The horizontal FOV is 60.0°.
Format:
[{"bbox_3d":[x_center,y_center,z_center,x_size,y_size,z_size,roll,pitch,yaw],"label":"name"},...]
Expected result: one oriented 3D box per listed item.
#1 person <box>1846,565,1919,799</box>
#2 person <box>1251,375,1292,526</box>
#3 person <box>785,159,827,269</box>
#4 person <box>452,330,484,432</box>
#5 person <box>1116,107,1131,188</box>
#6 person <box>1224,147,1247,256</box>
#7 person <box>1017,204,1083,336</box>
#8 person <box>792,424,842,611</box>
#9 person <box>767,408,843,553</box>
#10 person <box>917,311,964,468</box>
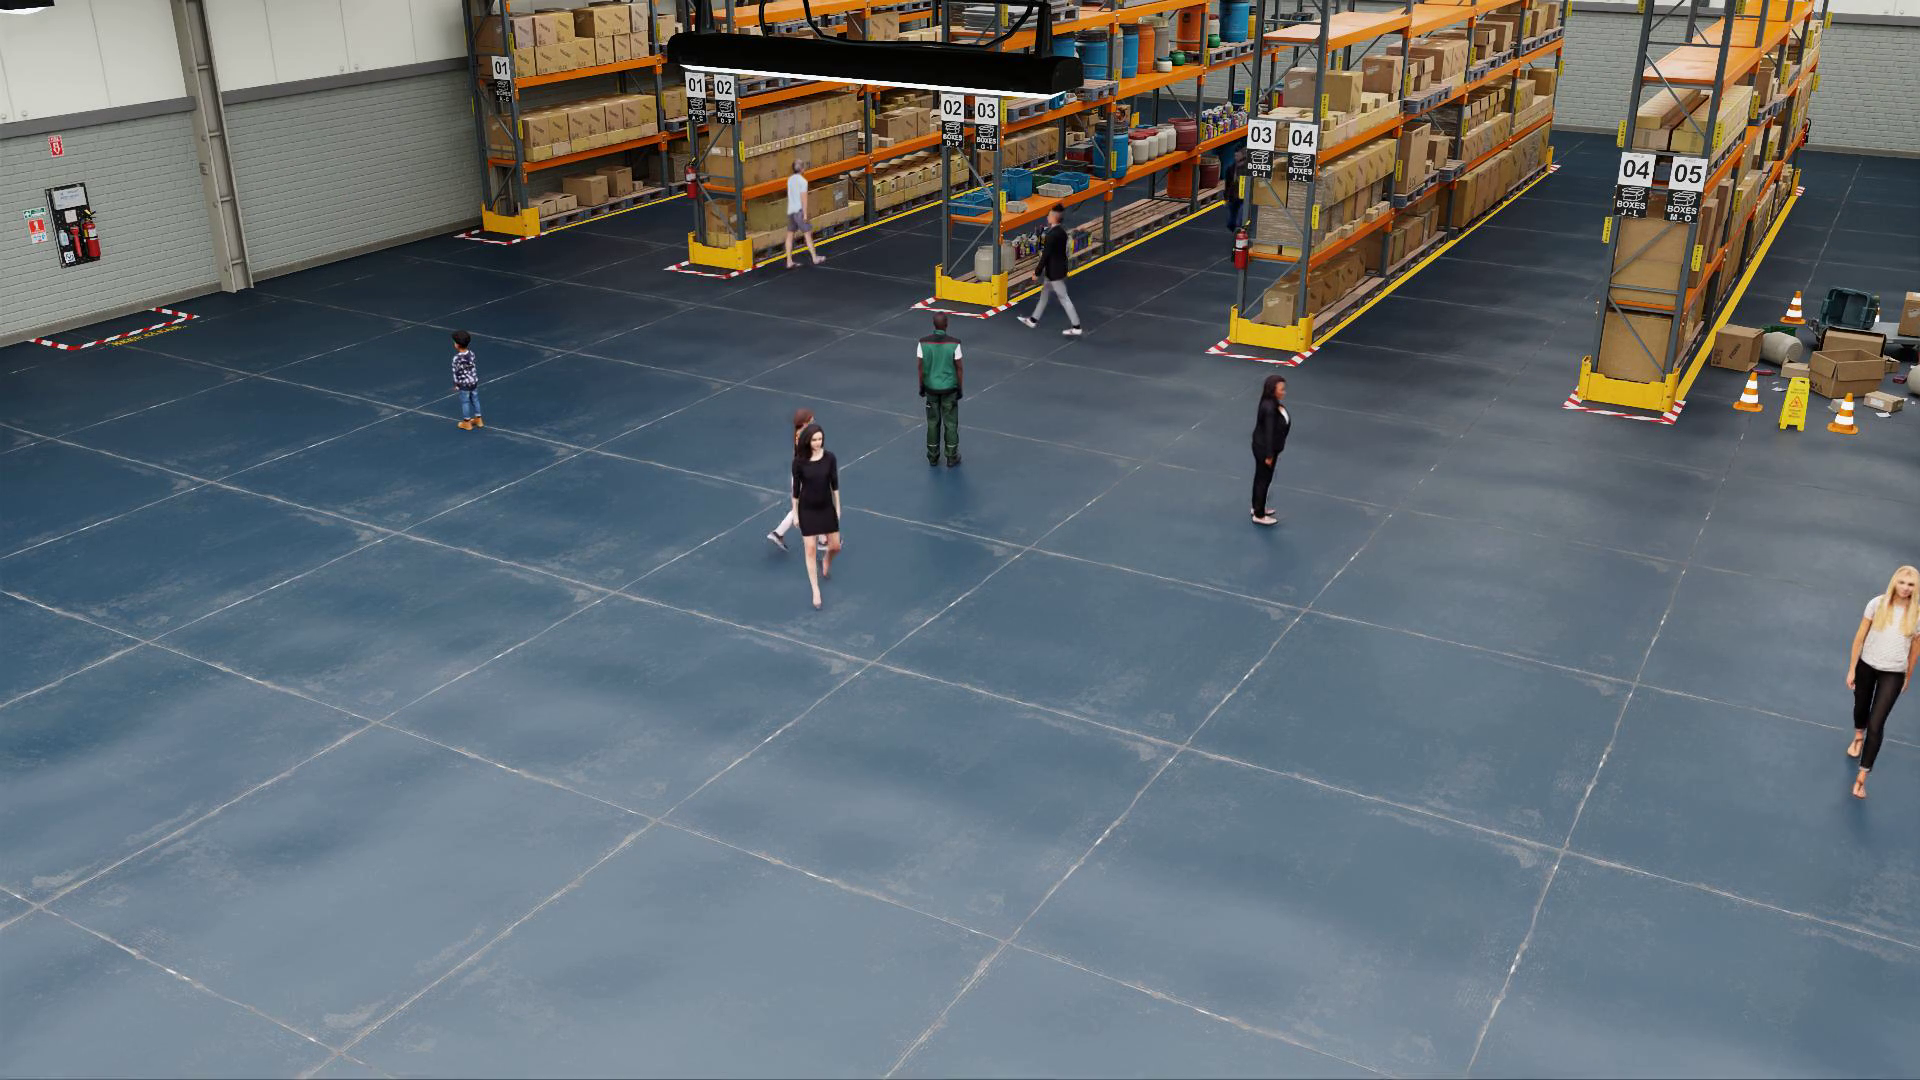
[{"bbox_3d":[7.094,1.008,12.846,0.641,1.781,1.188,15,27,31],"label":"person"},{"bbox_3d":[3.271,-0.975,17.727,0.789,1.611,0.685,3,23,8],"label":"person"},{"bbox_3d":[-2.824,-5.477,28.068,0.788,1.803,1.050,20,30,39],"label":"person"},{"bbox_3d":[-6.104,-1.986,20.566,0.577,1.250,0.457,17,28,34],"label":"person"},{"bbox_3d":[3.360,-8.206,34.721,0.625,1.620,0.625,-16,28,-33],"label":"person"},{"bbox_3d":[4.889,-5.942,29.068,0.720,1.877,0.921,11,25,24],"label":"person"},{"bbox_3d":[1.494,-3.874,24.191,0.939,1.888,1.272,8,24,18],"label":"person"},{"bbox_3d":[-1.372,-0.257,15.809,0.872,1.792,0.930,-6,24,-15],"label":"person"},{"bbox_3d":[-1.639,-0.583,16.899,1.034,1.538,0.911,-9,25,-20],"label":"person"},{"bbox_3d":[-0.215,-1.753,19.264,0.761,1.839,0.732,4,23,10],"label":"person"}]
